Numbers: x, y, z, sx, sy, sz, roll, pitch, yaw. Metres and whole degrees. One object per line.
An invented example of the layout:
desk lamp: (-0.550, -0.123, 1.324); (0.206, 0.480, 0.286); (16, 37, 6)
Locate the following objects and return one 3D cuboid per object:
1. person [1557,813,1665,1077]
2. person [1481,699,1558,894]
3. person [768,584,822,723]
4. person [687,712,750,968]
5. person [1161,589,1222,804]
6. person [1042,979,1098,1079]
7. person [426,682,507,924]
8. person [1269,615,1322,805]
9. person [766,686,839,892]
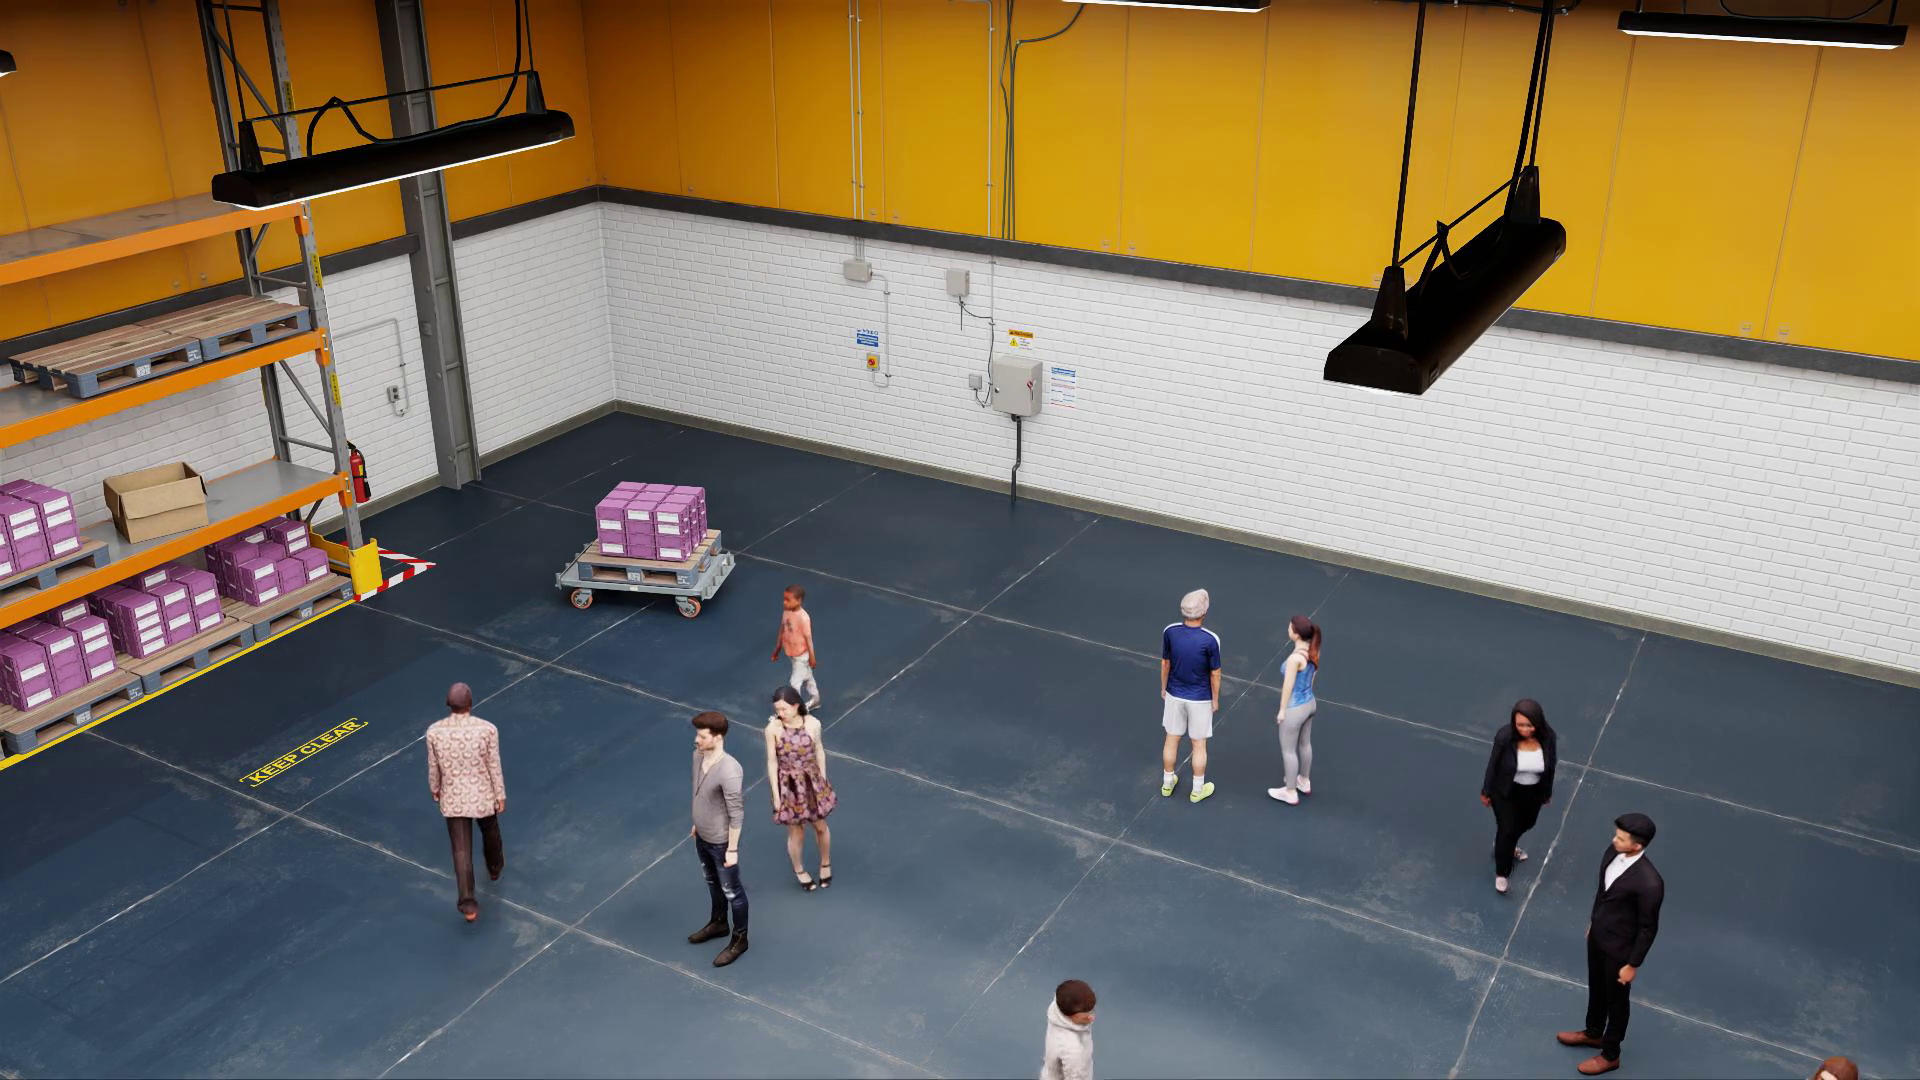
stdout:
person: (4.142, 2.507, 10.457); (0.830, 1.881, 0.733); (-3, 24, -7)
person: (4.142, 1.837, 12.350); (0.919, 1.594, 0.980); (-7, 25, -15)
person: (-1.368, 0.968, 14.722); (0.870, 1.285, 0.688); (-15, 28, -30)
person: (-1.667, 2.032, 11.516); (0.715, 1.904, 0.753); (-18, 30, -36)
person: (1.845, 1.244, 13.403); (0.644, 1.836, 0.542); (11, 26, 24)
person: (0.576, 3.078, 9.231); (0.900, 1.818, 0.748); (-7, 25, -15)
person: (-3.546, 1.904, 11.961); (1.170, 1.782, 1.270); (-5, 24, -10)
person: (2.731, 1.354, 13.439); (0.654, 1.605, 0.514); (20, 30, 37)
person: (-1.207, 1.826, 12.184); (0.815, 1.746, 0.875); (-10, 26, -22)
